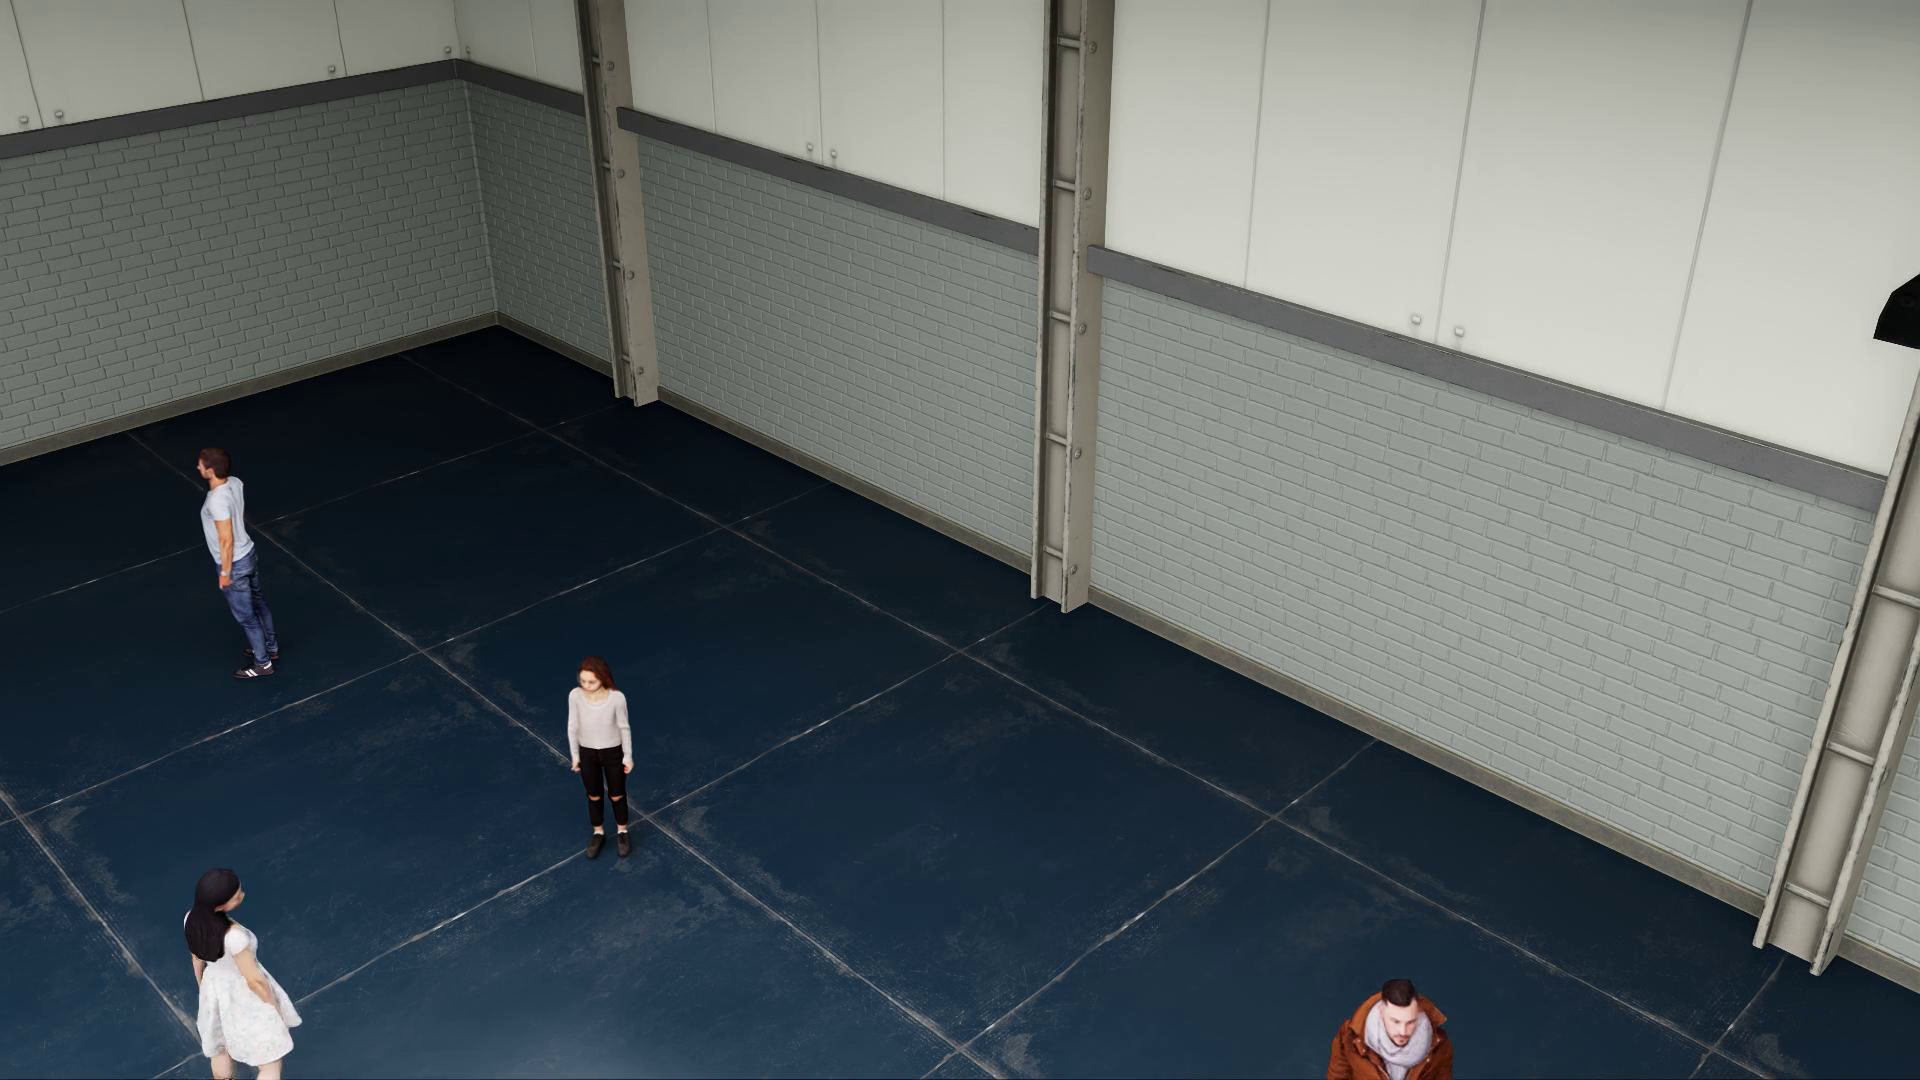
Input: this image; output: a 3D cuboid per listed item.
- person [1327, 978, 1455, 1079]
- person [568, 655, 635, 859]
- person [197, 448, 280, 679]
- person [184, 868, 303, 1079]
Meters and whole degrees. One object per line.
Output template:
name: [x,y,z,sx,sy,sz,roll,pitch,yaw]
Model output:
person: [1.941,2.707,7.762,1.127,1.794,1.198,-1,28,-2]
person: [-2.288,1.358,10.626,0.614,1.484,0.669,-1,28,-1]
person: [-5.423,0.151,12.487,0.776,1.865,0.697,-2,28,-4]
person: [-3.701,2.371,8.440,0.711,1.752,0.996,9,29,17]
